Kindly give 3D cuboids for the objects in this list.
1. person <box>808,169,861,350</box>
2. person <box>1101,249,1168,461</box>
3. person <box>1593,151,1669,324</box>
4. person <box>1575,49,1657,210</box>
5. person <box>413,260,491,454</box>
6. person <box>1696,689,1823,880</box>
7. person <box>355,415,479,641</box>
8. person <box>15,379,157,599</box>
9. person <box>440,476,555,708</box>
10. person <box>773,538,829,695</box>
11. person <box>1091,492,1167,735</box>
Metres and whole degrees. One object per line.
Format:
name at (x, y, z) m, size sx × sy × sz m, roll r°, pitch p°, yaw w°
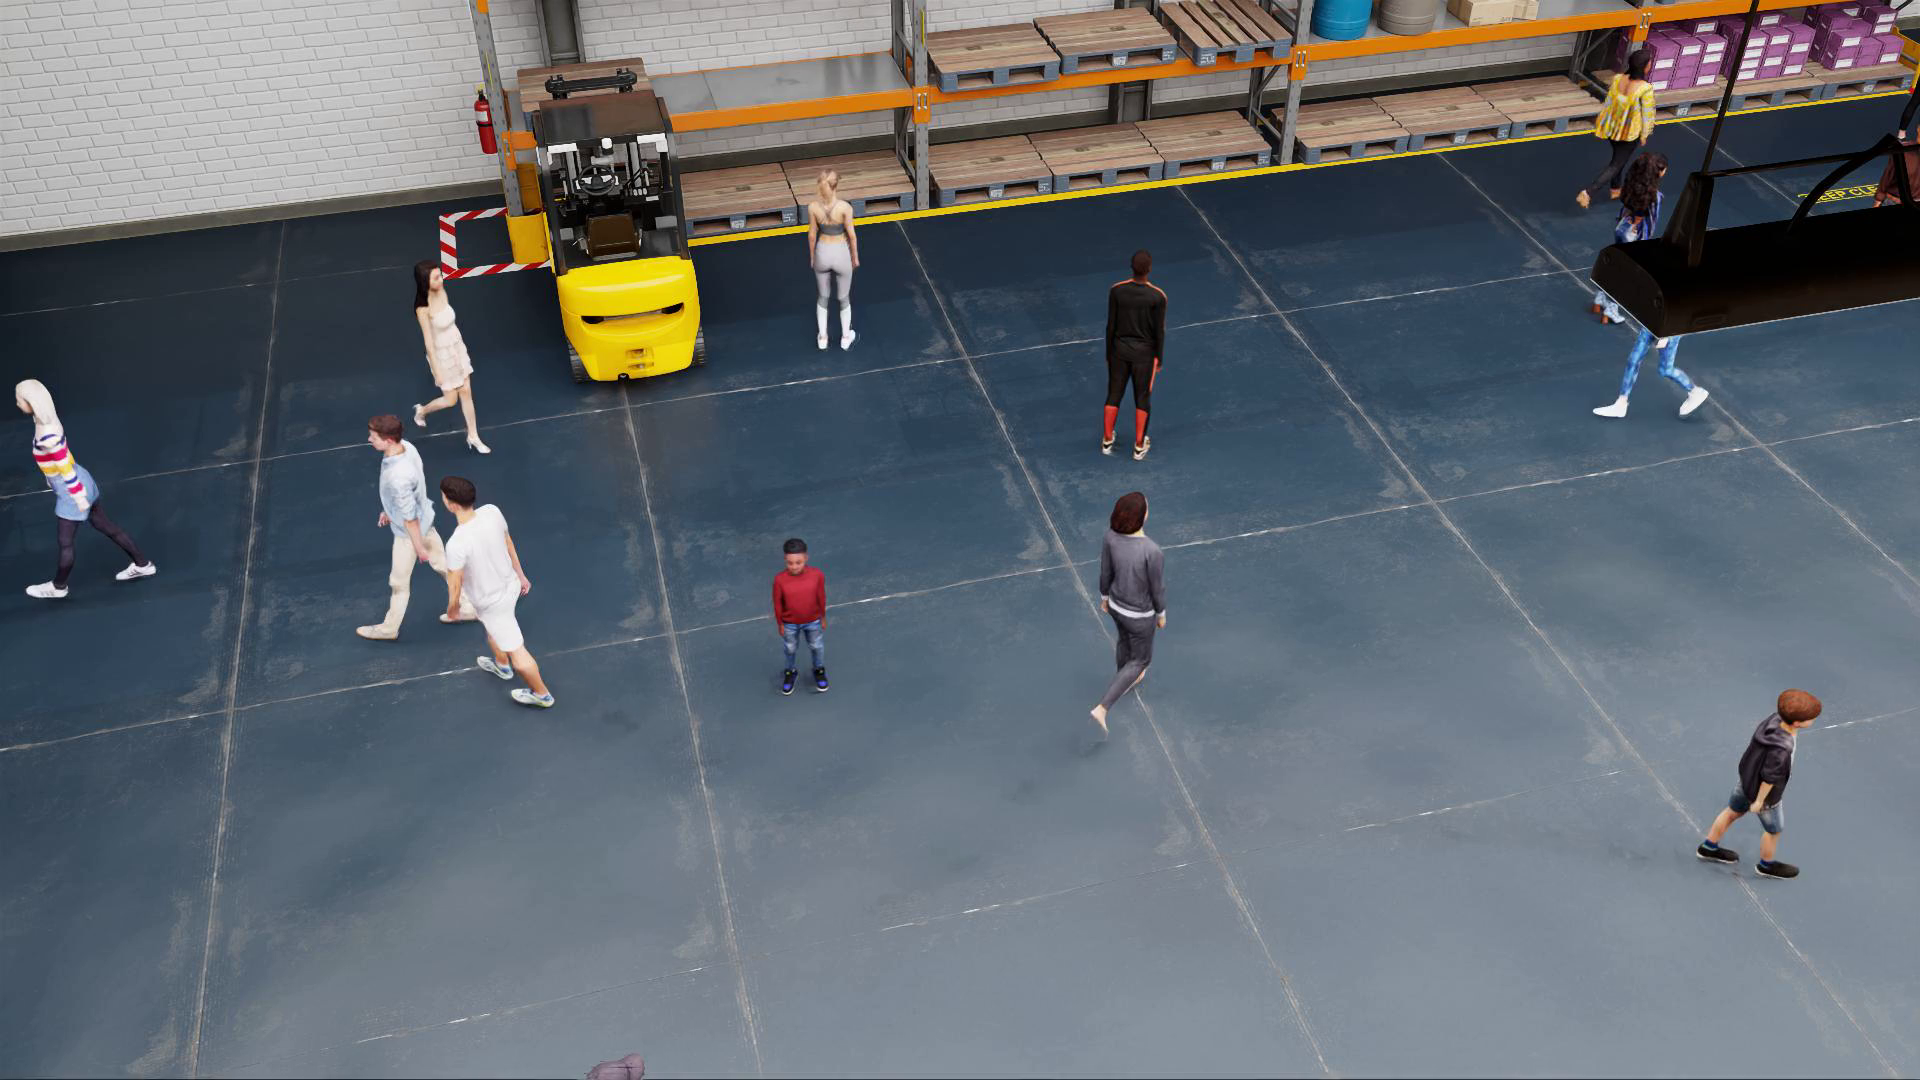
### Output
person at (-1.105, -2.419, 14.422) m, size 0.614 × 1.705 × 0.716 m, roll 4°, pitch 39°, yaw 5°
person at (1.367, -1.466, 13.150) m, size 0.657 × 1.804 × 0.758 m, roll 11°, pitch 40°, yaw 14°
person at (5.997, -2.710, 14.857) m, size 0.547 × 1.617 × 0.620 m, roll -8°, pitch 39°, yaw -10°
person at (6.527, -4.023, 16.494) m, size 1.105 × 1.627 × 0.840 m, roll -18°, pitch 42°, yaw -21°
person at (-4.140, -1.432, 13.172) m, size 0.994 × 1.722 × 0.861 m, roll 11°, pitch 40°, yaw 13°
person at (4.678, 1.424, 9.831) m, size 0.882 × 1.430 × 0.738 m, roll 7°, pitch 39°, yaw 8°
person at (-3.670, -0.092, 11.431) m, size 1.093 × 1.802 × 0.752 m, roll -5°, pitch 39°, yaw -6°
person at (-6.205, -0.377, 11.820) m, size 1.125 × 1.762 × 0.788 m, roll -16°, pitch 41°, yaw -19°
person at (-2.943, 0.380, 10.827) m, size 1.041 × 1.819 × 0.926 m, roll 12°, pitch 40°, yaw 15°
person at (-1.071, 0.489, 11.143) m, size 0.437 × 1.253 × 0.568 m, roll -7°, pitch 39°, yaw -8°
person at (1.073, 0.480, 10.756) m, size 0.942 × 1.749 × 1.090 m, roll 28°, pitch 47°, yaw 31°
